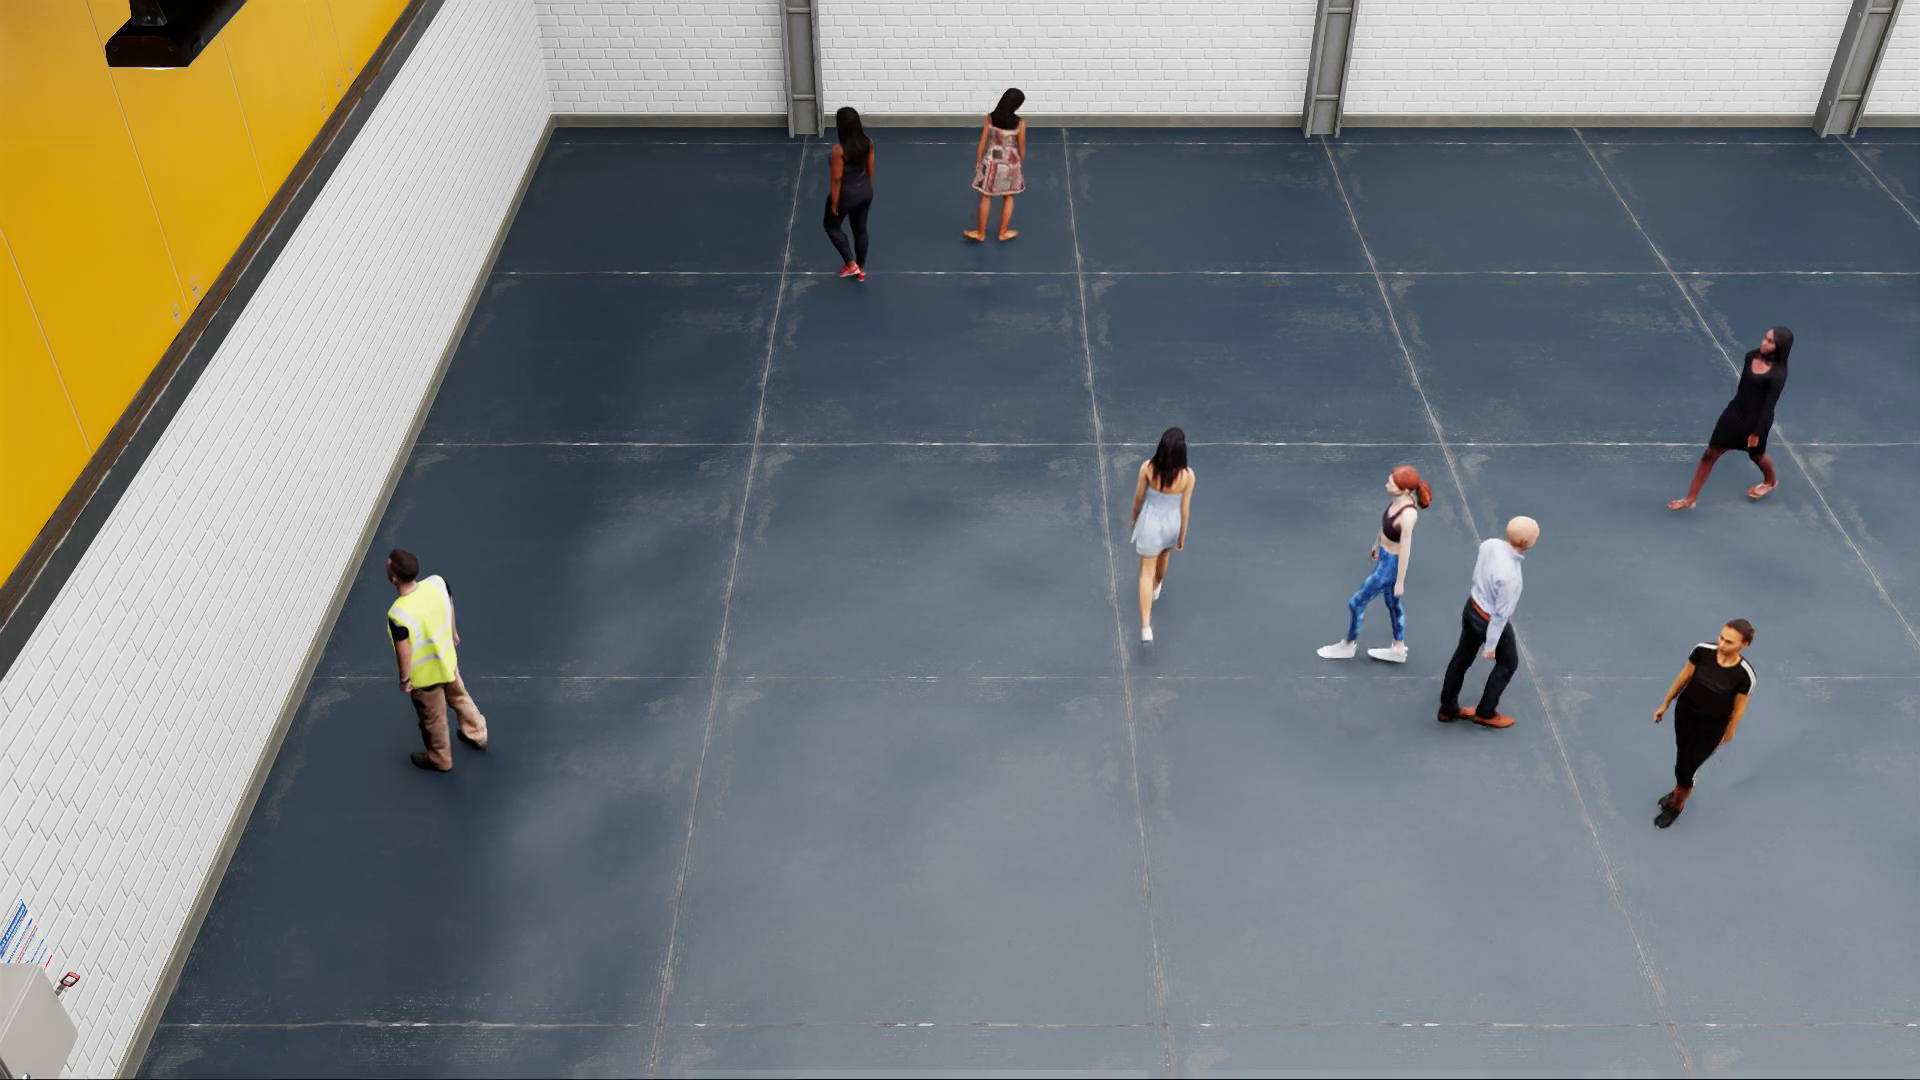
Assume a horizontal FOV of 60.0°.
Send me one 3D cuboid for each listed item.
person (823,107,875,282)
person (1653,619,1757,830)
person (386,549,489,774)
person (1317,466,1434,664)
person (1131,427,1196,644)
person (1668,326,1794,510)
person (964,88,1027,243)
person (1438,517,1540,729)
[{"bbox_3d":[-1.014,-3.315,16.168,0.807,1.808,0.886,-26,46,-29],"label":"person"},{"bbox_3d":[4.843,1.122,10.736,0.791,1.655,0.730,-19,42,-22],"label":"person"},{"bbox_3d":[-3.499,0.798,10.987,0.876,1.847,0.834,16,41,19],"label":"person"},{"bbox_3d":[3.139,0.215,11.784,0.916,1.765,0.688,6,39,8],"label":"person"},{"bbox_3d":[1.453,-0.024,12.140,1.137,1.693,0.747,4,39,5],"label":"person"},{"bbox_3d":[6.378,-0.944,13.305,1.278,1.677,0.855,-10,40,-12],"label":"person"},{"bbox_3d":[0.366,-3.799,16.925,0.547,1.620,0.856,-2,39,-3],"label":"person"},{"bbox_3d":[3.505,0.578,11.321,0.787,1.774,0.692,-6,39,-7],"label":"person"}]
